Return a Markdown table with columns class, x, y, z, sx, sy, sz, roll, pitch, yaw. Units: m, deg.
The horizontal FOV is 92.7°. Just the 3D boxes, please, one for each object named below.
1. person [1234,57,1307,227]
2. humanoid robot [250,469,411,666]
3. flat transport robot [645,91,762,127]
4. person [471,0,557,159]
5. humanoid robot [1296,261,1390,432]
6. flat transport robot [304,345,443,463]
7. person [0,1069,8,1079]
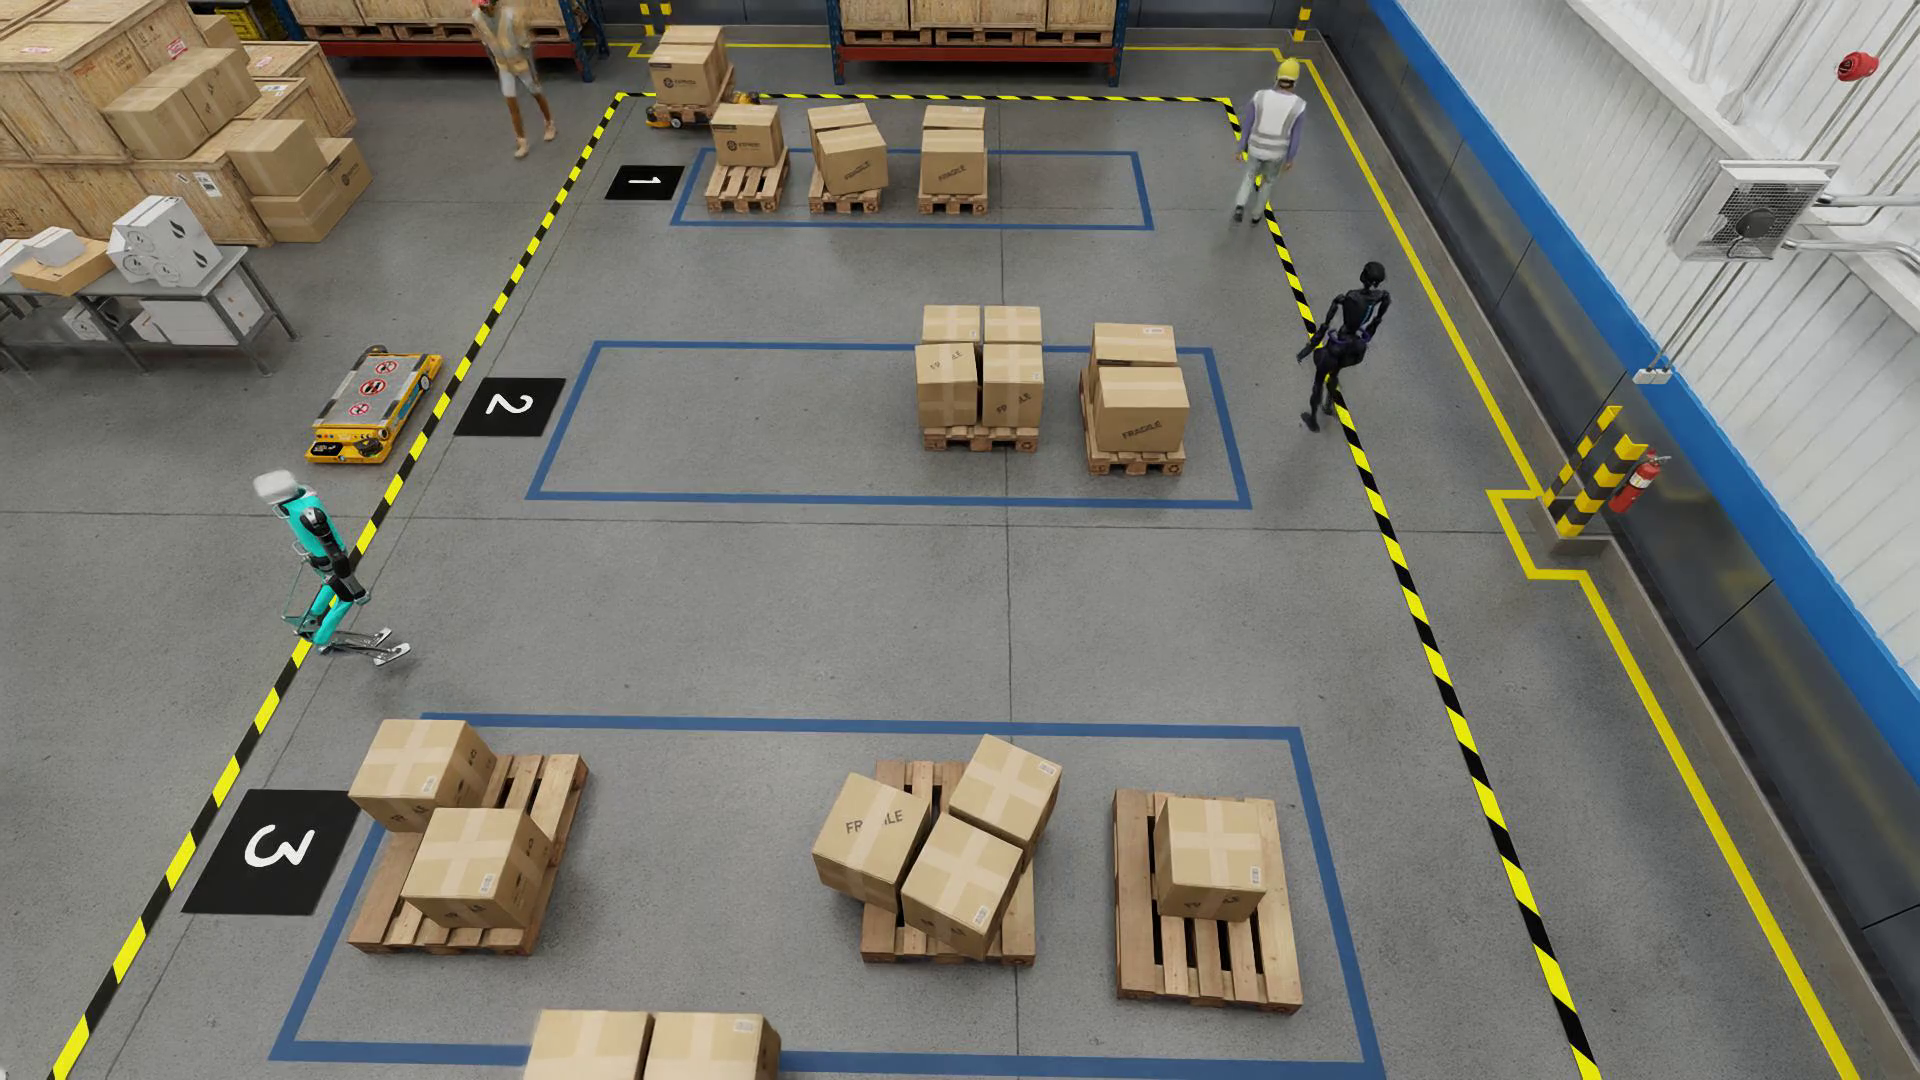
| class | x | y | z | sx | sy | sz | roll | pitch | yaw |
| --- | --- | --- | --- | --- | --- | --- | --- | --- | --- |
| person | 3.349 | -4.255 | 9.953 | 0.620 | 1.812 | 0.471 | 21 | 53 | 17 |
| humanoid robot | -4.295 | 0.305 | 6.062 | 0.533 | 1.672 | 0.735 | 33 | 57 | 25 |
| flat transport robot | -3.414 | -5.751 | 12.215 | 1.431 | 0.197 | 0.652 | 1 | 50 | 1 |
| person | -5.382 | -5.676 | 11.048 | 0.610 | 1.982 | 0.971 | 0 | 50 | 0 |
| humanoid robot | 3.240 | -1.653 | 7.842 | 0.599 | 1.654 | 0.365 | -8 | 50 | -7 |
| flat transport robot | -5.383 | -1.269 | 8.441 | 0.659 | 0.231 | 1.431 | 1 | 50 | 1 |
| person | -5.170 | 2.737 | 4.042 | 0.601 | 1.810 | 0.946 | -2 | 50 | -2 |
